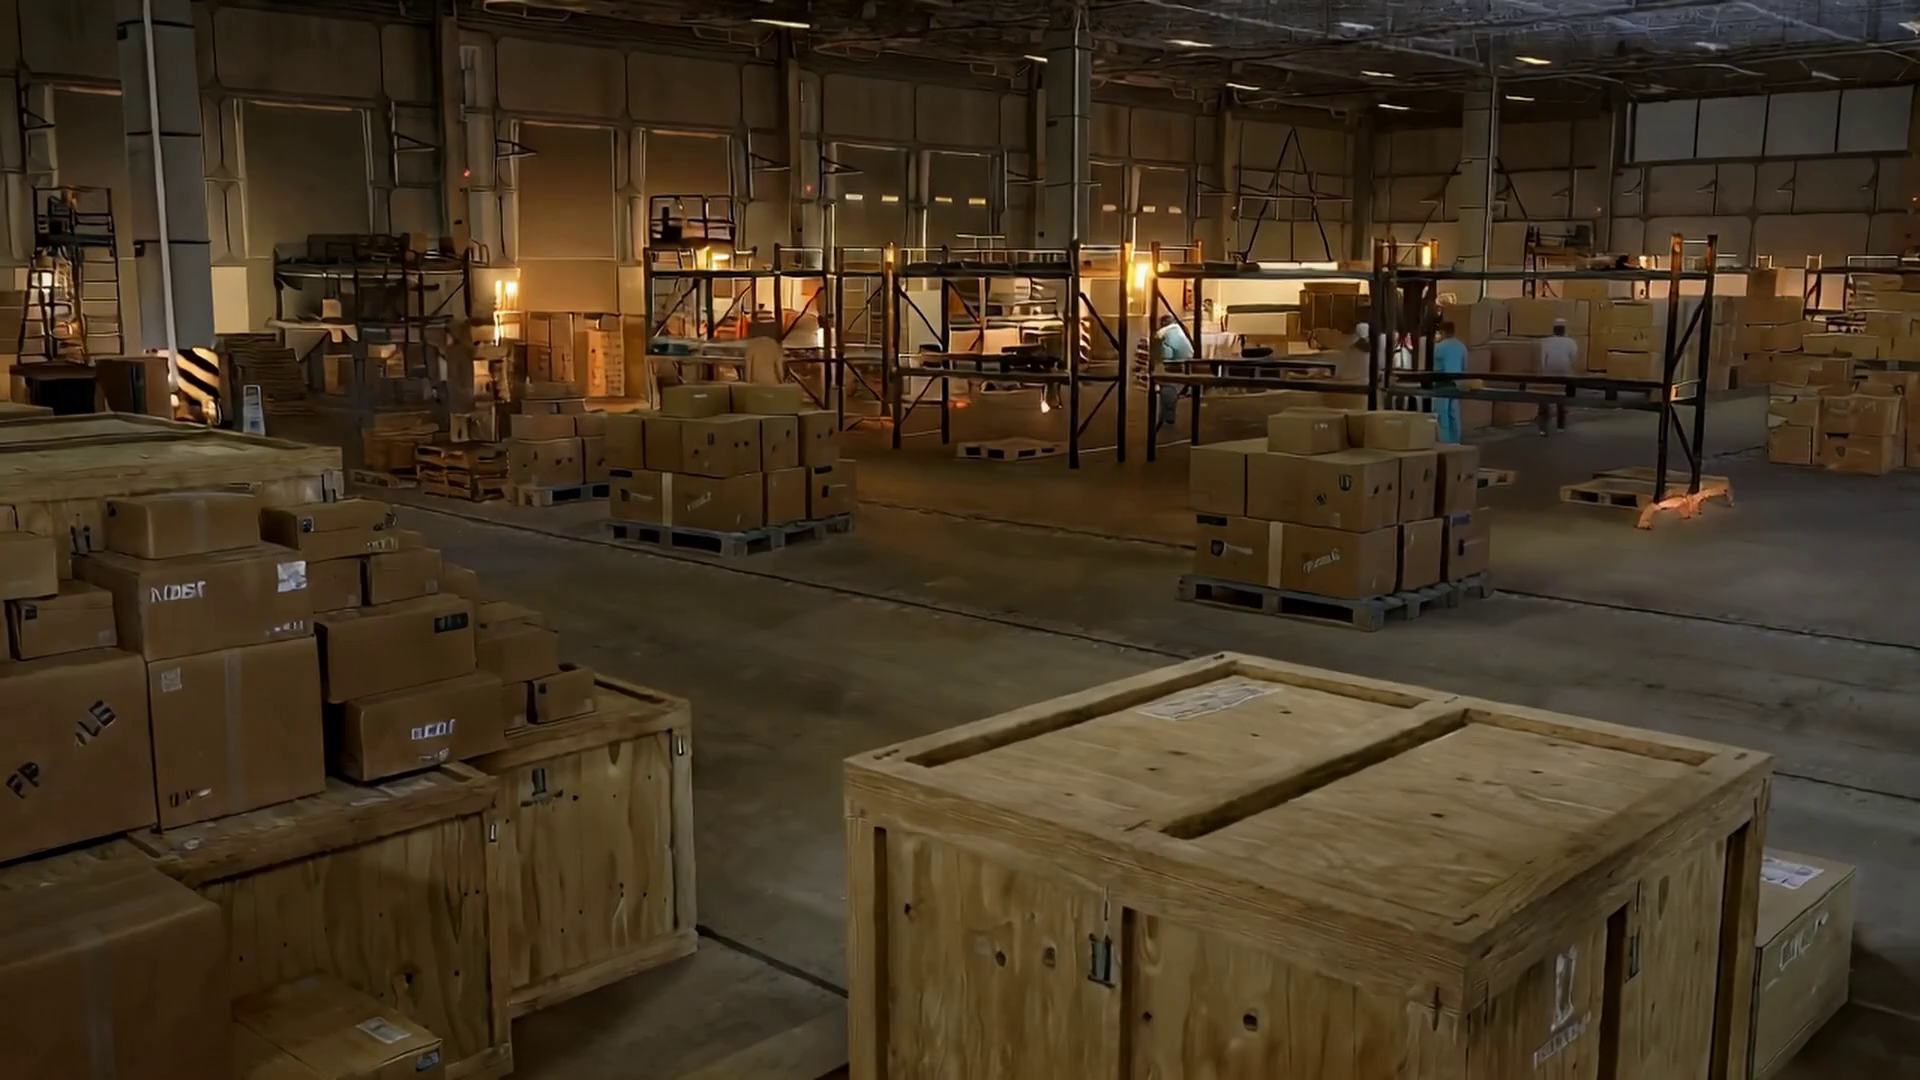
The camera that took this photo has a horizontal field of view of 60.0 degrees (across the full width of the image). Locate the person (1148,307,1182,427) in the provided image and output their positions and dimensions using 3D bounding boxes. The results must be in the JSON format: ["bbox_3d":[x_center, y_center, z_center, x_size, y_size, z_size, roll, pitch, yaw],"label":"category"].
[{"bbox_3d":[3.451,-2.937,28.120,0.536,2.000,0.678,-2,9,-10],"label":"person"}]

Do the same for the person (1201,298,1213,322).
[{"bbox_3d":[6.122,-5.054,41.417,0.355,1.939,0.543,4,10,21],"label":"person"}]

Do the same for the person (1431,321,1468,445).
[{"bbox_3d":[6.787,-2.086,23.218,0.635,1.937,0.357,-5,11,-29],"label":"person"}]

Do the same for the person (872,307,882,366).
[{"bbox_3d":[-2.180,-5.393,44.439,0.317,1.632,0.525,-1,9,-6],"label":"person"}]

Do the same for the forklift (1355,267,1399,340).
[{"bbox_3d":[12.210,-6.461,47.159,1.873,2.768,1.129,3,10,16],"label":"forklift"}]

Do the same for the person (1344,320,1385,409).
[{"bbox_3d":[6.100,-2.353,24.983,0.651,1.892,0.564,-4,10,-21],"label":"person"}]

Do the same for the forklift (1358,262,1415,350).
[{"bbox_3d":[10.597,-5.399,40.648,1.129,2.768,1.873,7,12,38],"label":"forklift"}]

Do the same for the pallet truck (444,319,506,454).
[{"bbox_3d":[-6.981,-1.942,22.150,1.885,1.965,0.823,1,9,9],"label":"pallet truck"}]

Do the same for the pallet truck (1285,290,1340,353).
[{"bbox_3d":[11.297,-6.951,52.861,1.885,1.965,0.823,-5,11,-29],"label":"pallet truck"}]

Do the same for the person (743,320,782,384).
[{"bbox_3d":[-2.869,-2.299,24.593,0.624,1.914,0.634,-9,13,-42],"label":"person"}]

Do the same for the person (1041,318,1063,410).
[{"bbox_3d":[1.754,-3.323,31.429,0.487,1.736,0.322,-5,11,-28],"label":"person"}]

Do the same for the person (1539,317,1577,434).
[{"bbox_3d":[9.598,-2.642,26.793,0.591,1.890,0.961,6,11,34],"label":"person"}]
